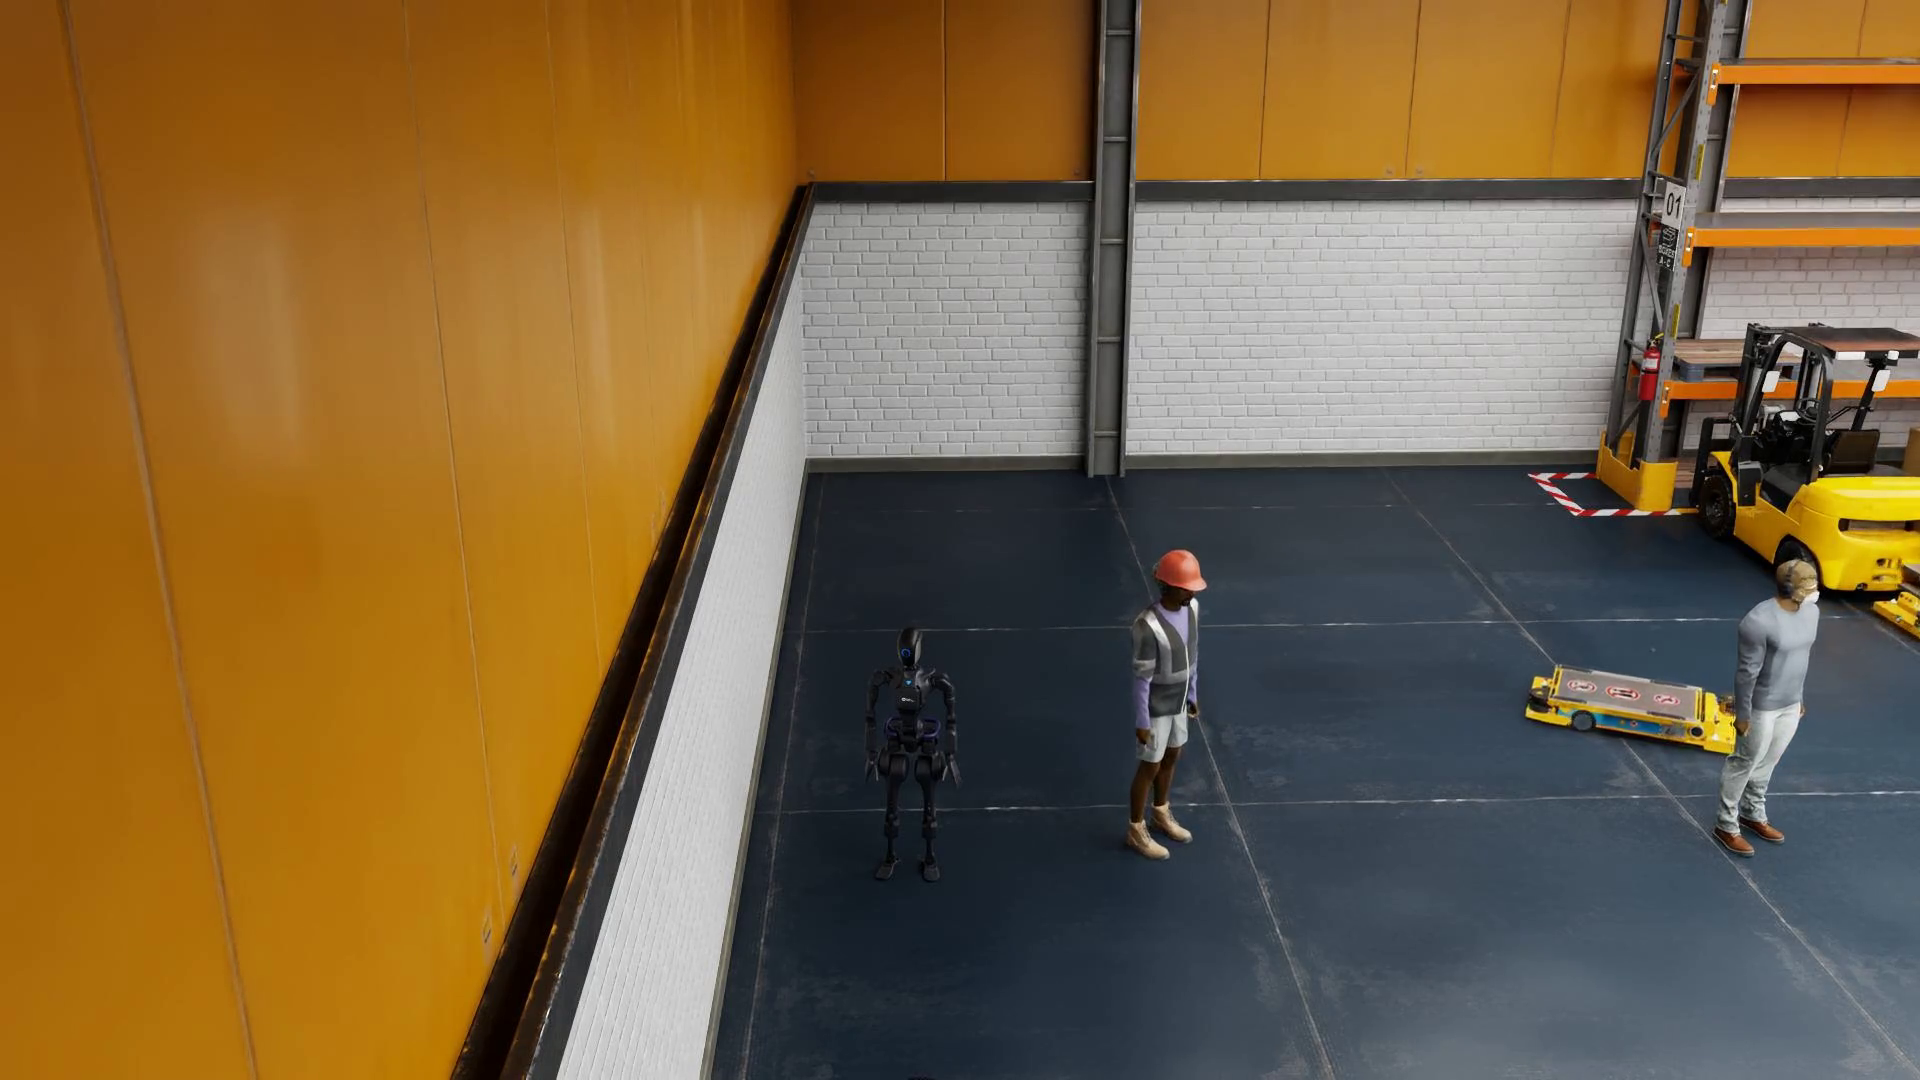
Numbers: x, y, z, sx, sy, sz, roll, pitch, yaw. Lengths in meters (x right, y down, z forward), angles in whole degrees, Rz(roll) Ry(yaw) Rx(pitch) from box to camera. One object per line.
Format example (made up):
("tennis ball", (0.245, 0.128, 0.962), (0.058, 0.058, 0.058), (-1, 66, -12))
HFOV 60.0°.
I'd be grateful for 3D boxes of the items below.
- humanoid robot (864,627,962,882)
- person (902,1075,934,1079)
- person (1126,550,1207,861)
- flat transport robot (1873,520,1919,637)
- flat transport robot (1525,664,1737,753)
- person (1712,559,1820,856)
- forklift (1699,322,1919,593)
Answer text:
("humanoid robot", (-0.283, 1.289, 10.006), (0.599, 1.657, 0.315), (2, 20, 6))
("person", (-0.129, 2.687, 6.220), (0.452, 1.681, 0.545), (8, 22, 22))
("person", (1.292, 1.011, 10.279), (0.421, 2.034, 0.600), (17, 26, 38))
("flat transport robot", (8.517, 0.600, 13.926), (1.431, 0.231, 0.659), (-3, 20, -7))
("flat transport robot", (4.940, 1.232, 12.213), (1.431, 0.231, 0.659), (9, 22, 22))
("person", (5.048, 1.025, 10.364), (0.635, 1.938, 0.359), (-11, 23, -28))
("forklift", (7.809, -0.792, 14.926), (1.214, 2.155, 2.313), (-1, 20, -2))
